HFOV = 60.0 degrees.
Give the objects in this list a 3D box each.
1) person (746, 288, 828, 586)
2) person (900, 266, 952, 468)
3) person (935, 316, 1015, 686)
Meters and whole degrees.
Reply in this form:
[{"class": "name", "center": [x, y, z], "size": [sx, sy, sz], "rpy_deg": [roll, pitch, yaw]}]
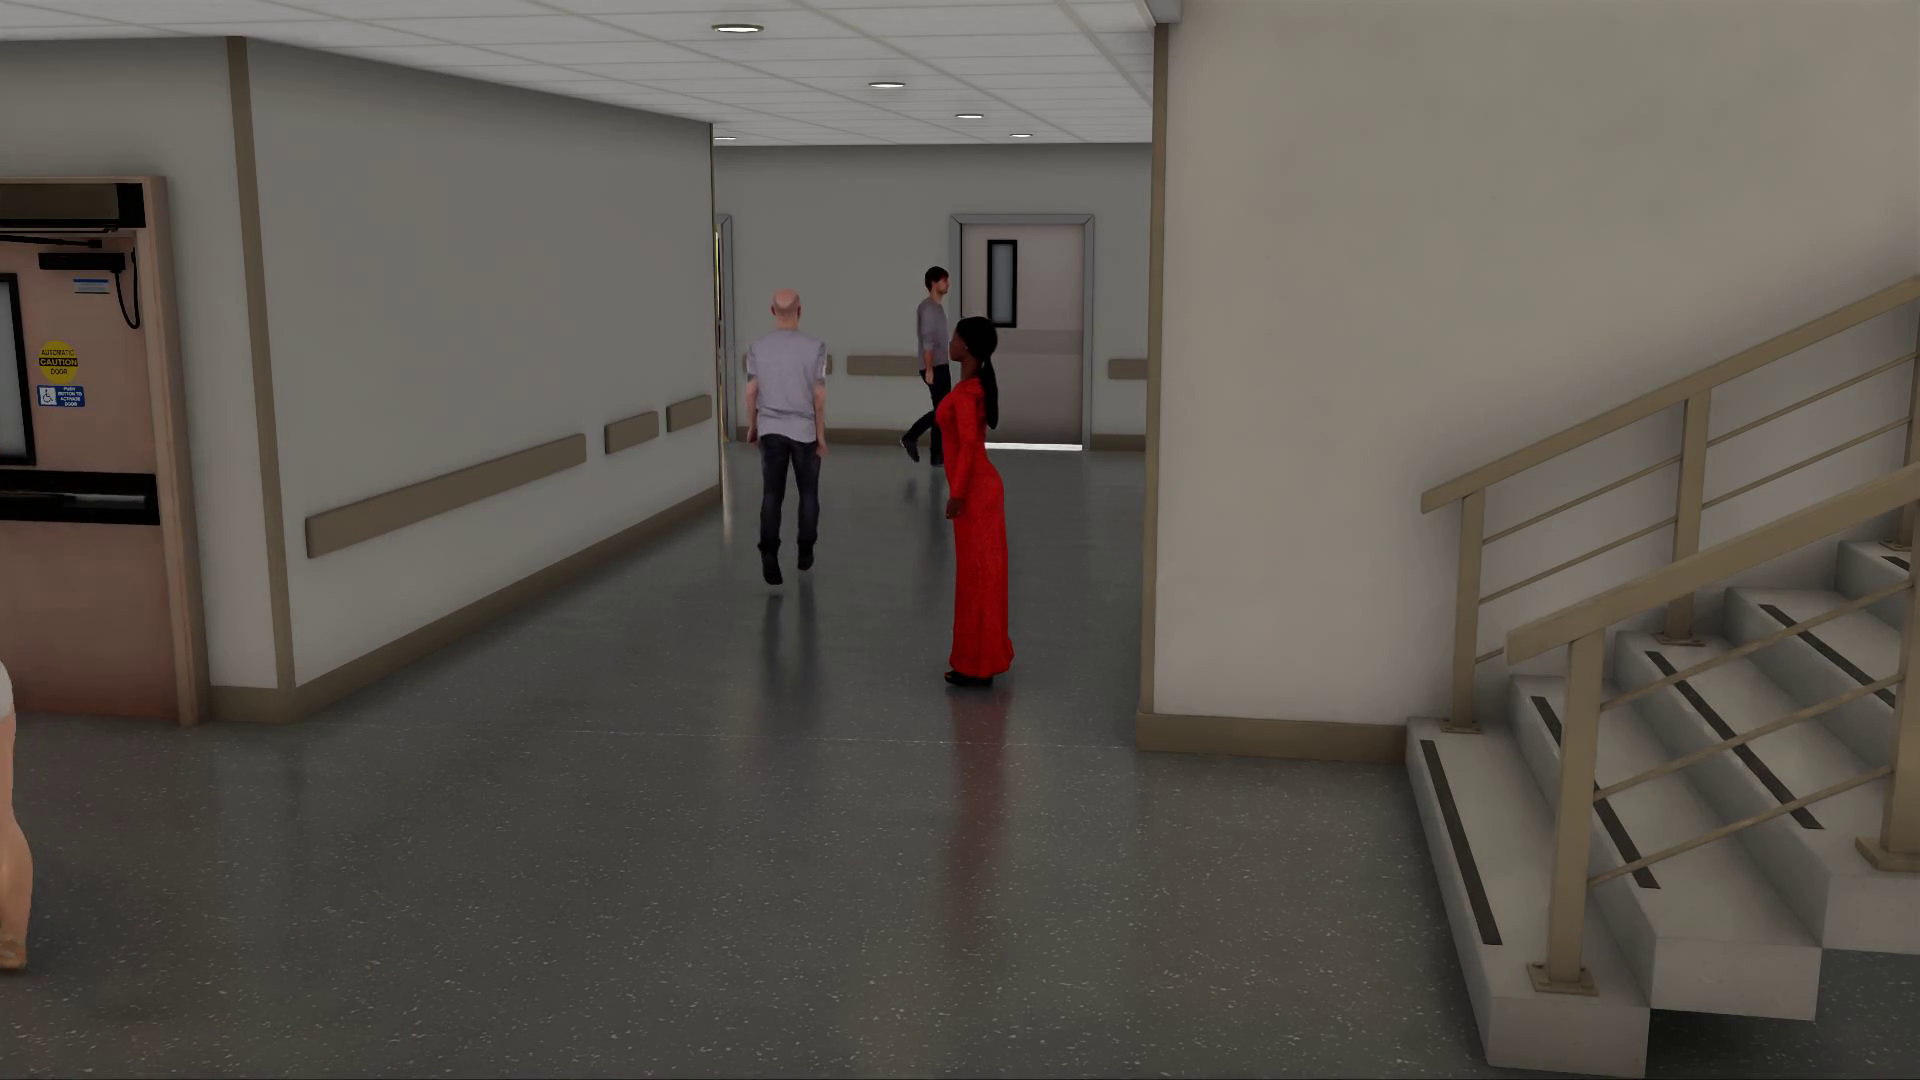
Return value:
[{"class": "person", "center": [-1.081, -0.615, 10.249], "size": [1.164, 1.806, 0.846], "rpy_deg": [0, 11, 2]}, {"class": "person", "center": [-0.307, -1.561, 15.163], "size": [0.776, 1.833, 0.698], "rpy_deg": [3, 11, 13]}, {"class": "person", "center": [0.073, -0.189, 8.066], "size": [0.575, 1.783, 0.611], "rpy_deg": [2, 11, 11]}]
